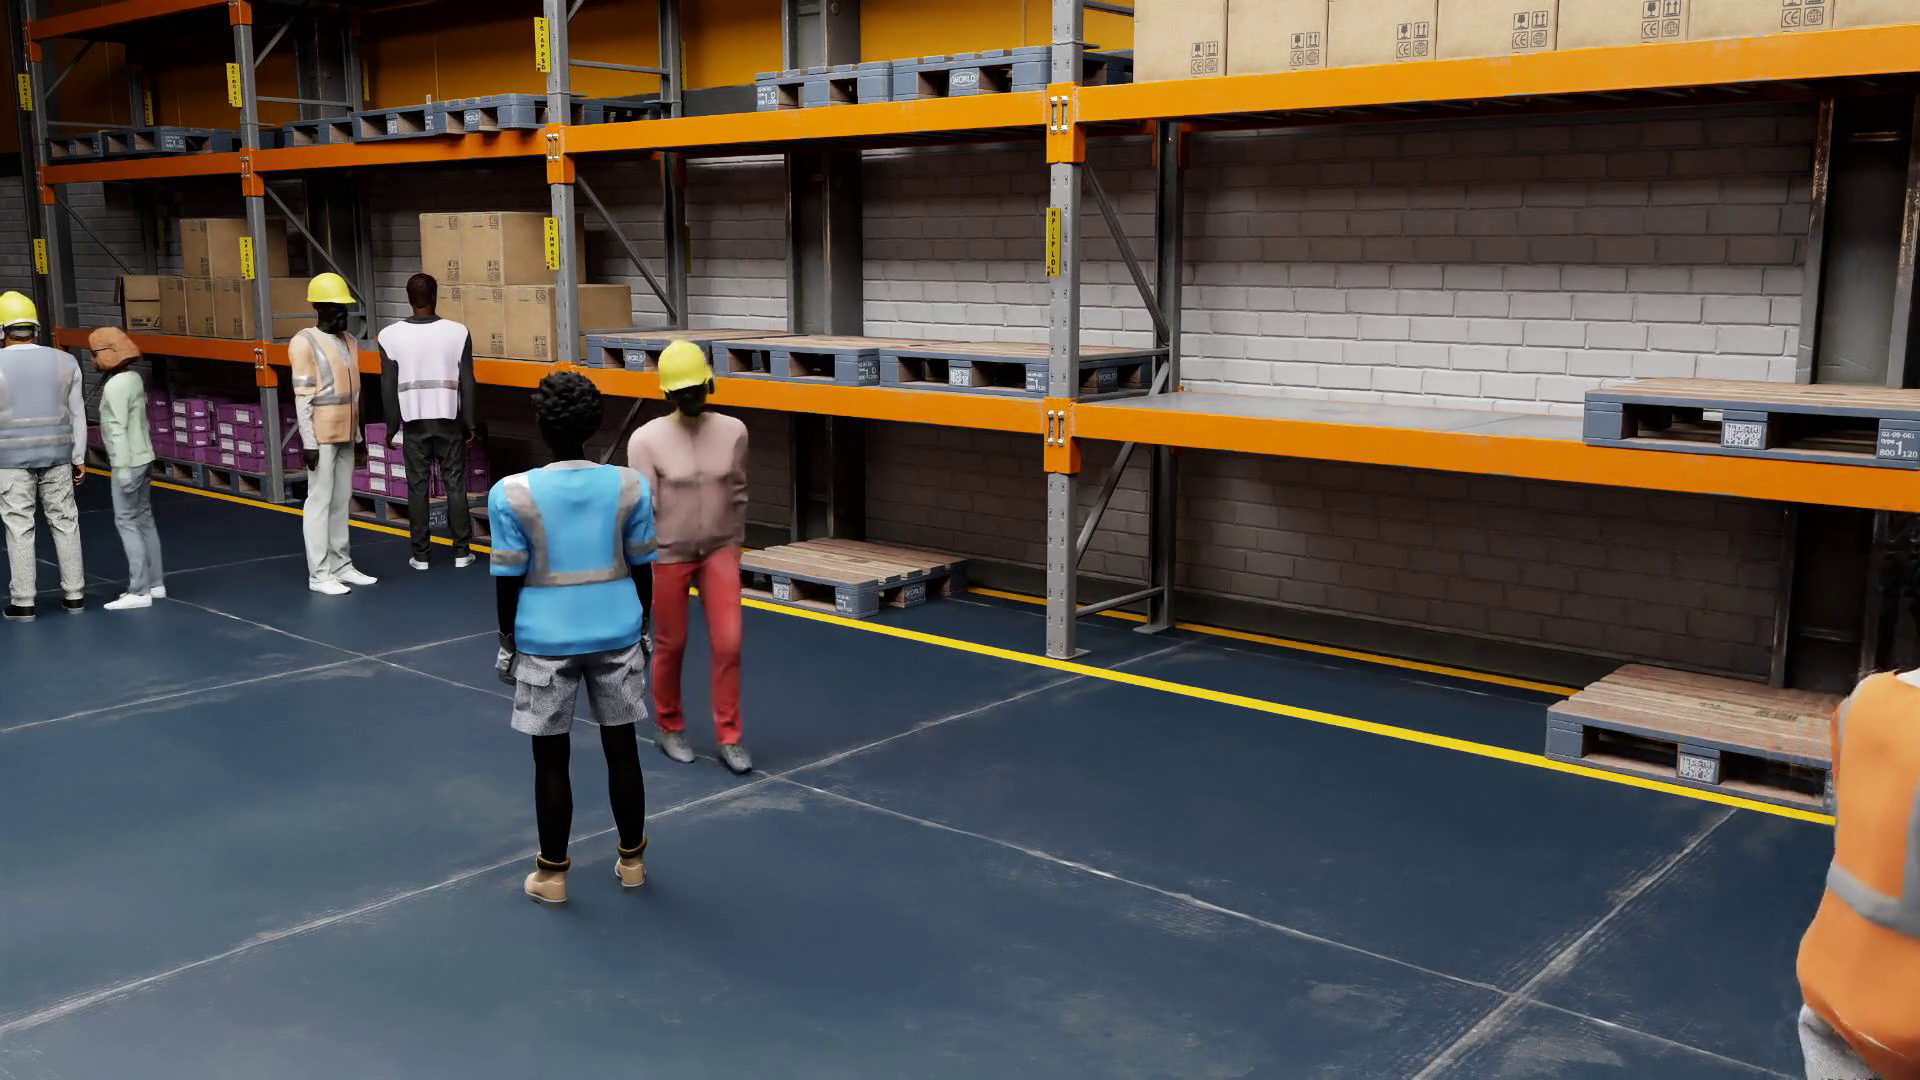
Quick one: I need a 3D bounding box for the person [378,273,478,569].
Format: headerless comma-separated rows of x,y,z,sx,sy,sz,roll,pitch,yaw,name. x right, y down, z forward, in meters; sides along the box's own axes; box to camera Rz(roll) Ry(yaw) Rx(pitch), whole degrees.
-3.424,-0.758,10.764,0.587,1.914,0.390,-3,10,-18,person

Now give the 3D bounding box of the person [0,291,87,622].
-5.194,-0.462,9.293,0.404,1.837,0.590,9,14,42,person

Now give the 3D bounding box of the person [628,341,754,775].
-1.057,0.078,6.528,0.540,1.723,0.703,-6,11,-29,person

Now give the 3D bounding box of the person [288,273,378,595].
-3.785,-0.643,10.065,0.386,1.928,0.589,2,10,12,person

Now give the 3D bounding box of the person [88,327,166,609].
-4.832,-0.419,9.651,0.288,1.627,0.523,-2,10,-12,person

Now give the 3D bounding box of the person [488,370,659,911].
-1.208,0.317,5.248,0.538,1.700,0.317,-5,11,-28,person

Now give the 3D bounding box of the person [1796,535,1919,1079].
1.573,0.770,2.682,0.379,1.681,0.558,0,10,1,person
